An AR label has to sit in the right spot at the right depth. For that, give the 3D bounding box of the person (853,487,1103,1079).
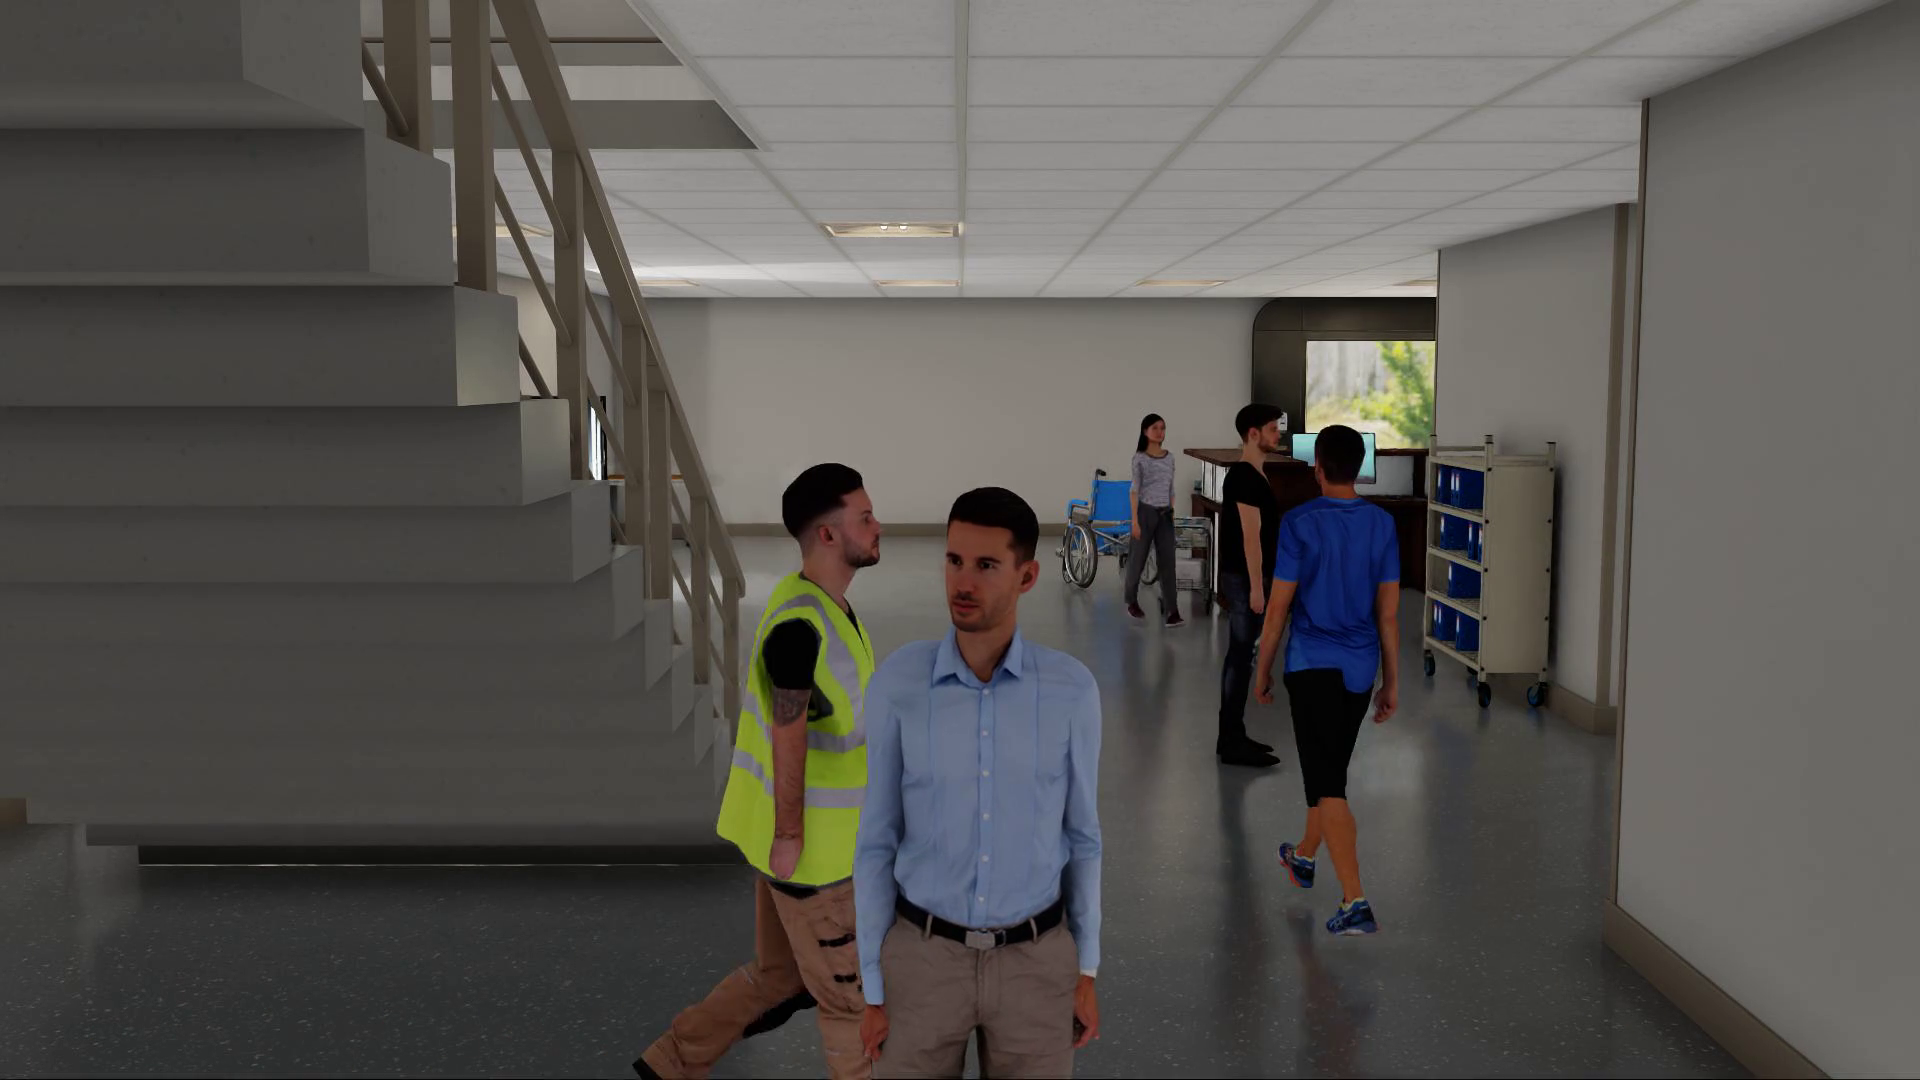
[{"bbox_3d":[0.036,0.814,3.198,0.648,1.845,0.611,0,6,-5],"label":"person"}]

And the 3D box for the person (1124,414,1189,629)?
[{"bbox_3d":[1.492,-0.129,13.394,0.919,1.680,1.234,-2,6,-22],"label":"person"}]

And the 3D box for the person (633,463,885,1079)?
[{"bbox_3d":[-0.429,0.729,4.167,0.835,1.820,1.059,-1,6,-7],"label":"person"}]

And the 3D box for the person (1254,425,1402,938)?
[{"bbox_3d":[1.389,0.542,6.050,0.806,1.816,1.350,-1,6,-10],"label":"person"}]

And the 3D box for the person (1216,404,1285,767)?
[{"bbox_3d":[1.522,0.223,8.830,0.763,1.894,0.513,1,6,6],"label":"person"}]
